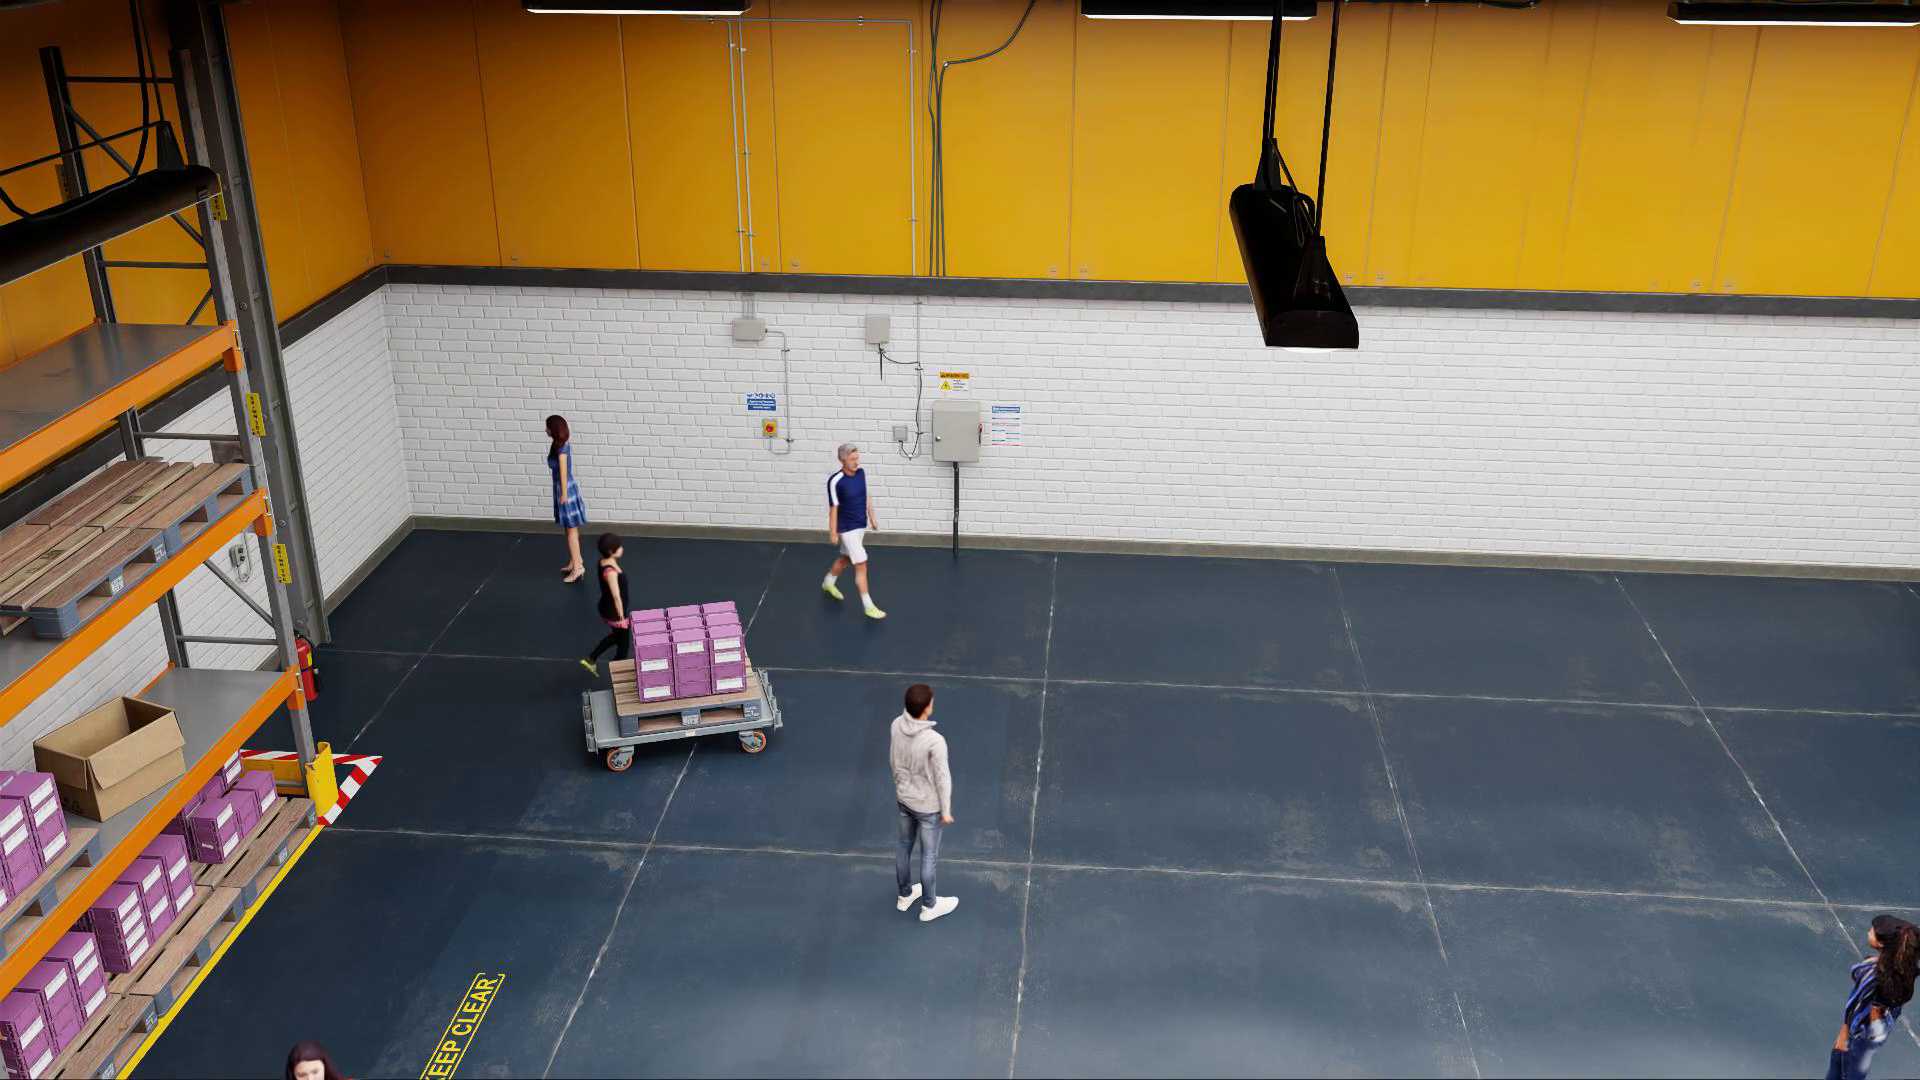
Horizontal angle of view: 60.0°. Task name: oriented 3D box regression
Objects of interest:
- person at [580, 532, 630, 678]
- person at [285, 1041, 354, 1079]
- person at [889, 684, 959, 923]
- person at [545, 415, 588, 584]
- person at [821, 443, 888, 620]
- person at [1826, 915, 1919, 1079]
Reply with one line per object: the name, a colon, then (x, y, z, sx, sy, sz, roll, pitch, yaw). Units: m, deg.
person: (-3.223, 0.660, 15.170, 0.792, 1.539, 0.800, -10, 26, -22)
person: (-3.323, 3.329, 8.818, 0.863, 1.737, 0.960, -12, 26, -26)
person: (-0.307, 1.875, 12.001, 0.759, 1.852, 0.783, 19, 30, 36)
person: (-4.130, -0.447, 17.372, 0.807, 1.805, 0.657, -7, 25, -16)
person: (-1.152, -0.138, 16.675, 1.050, 1.796, 1.187, 14, 27, 29)
person: (5.439, 2.950, 9.856, 0.980, 1.601, 1.051, -18, 29, -35)
